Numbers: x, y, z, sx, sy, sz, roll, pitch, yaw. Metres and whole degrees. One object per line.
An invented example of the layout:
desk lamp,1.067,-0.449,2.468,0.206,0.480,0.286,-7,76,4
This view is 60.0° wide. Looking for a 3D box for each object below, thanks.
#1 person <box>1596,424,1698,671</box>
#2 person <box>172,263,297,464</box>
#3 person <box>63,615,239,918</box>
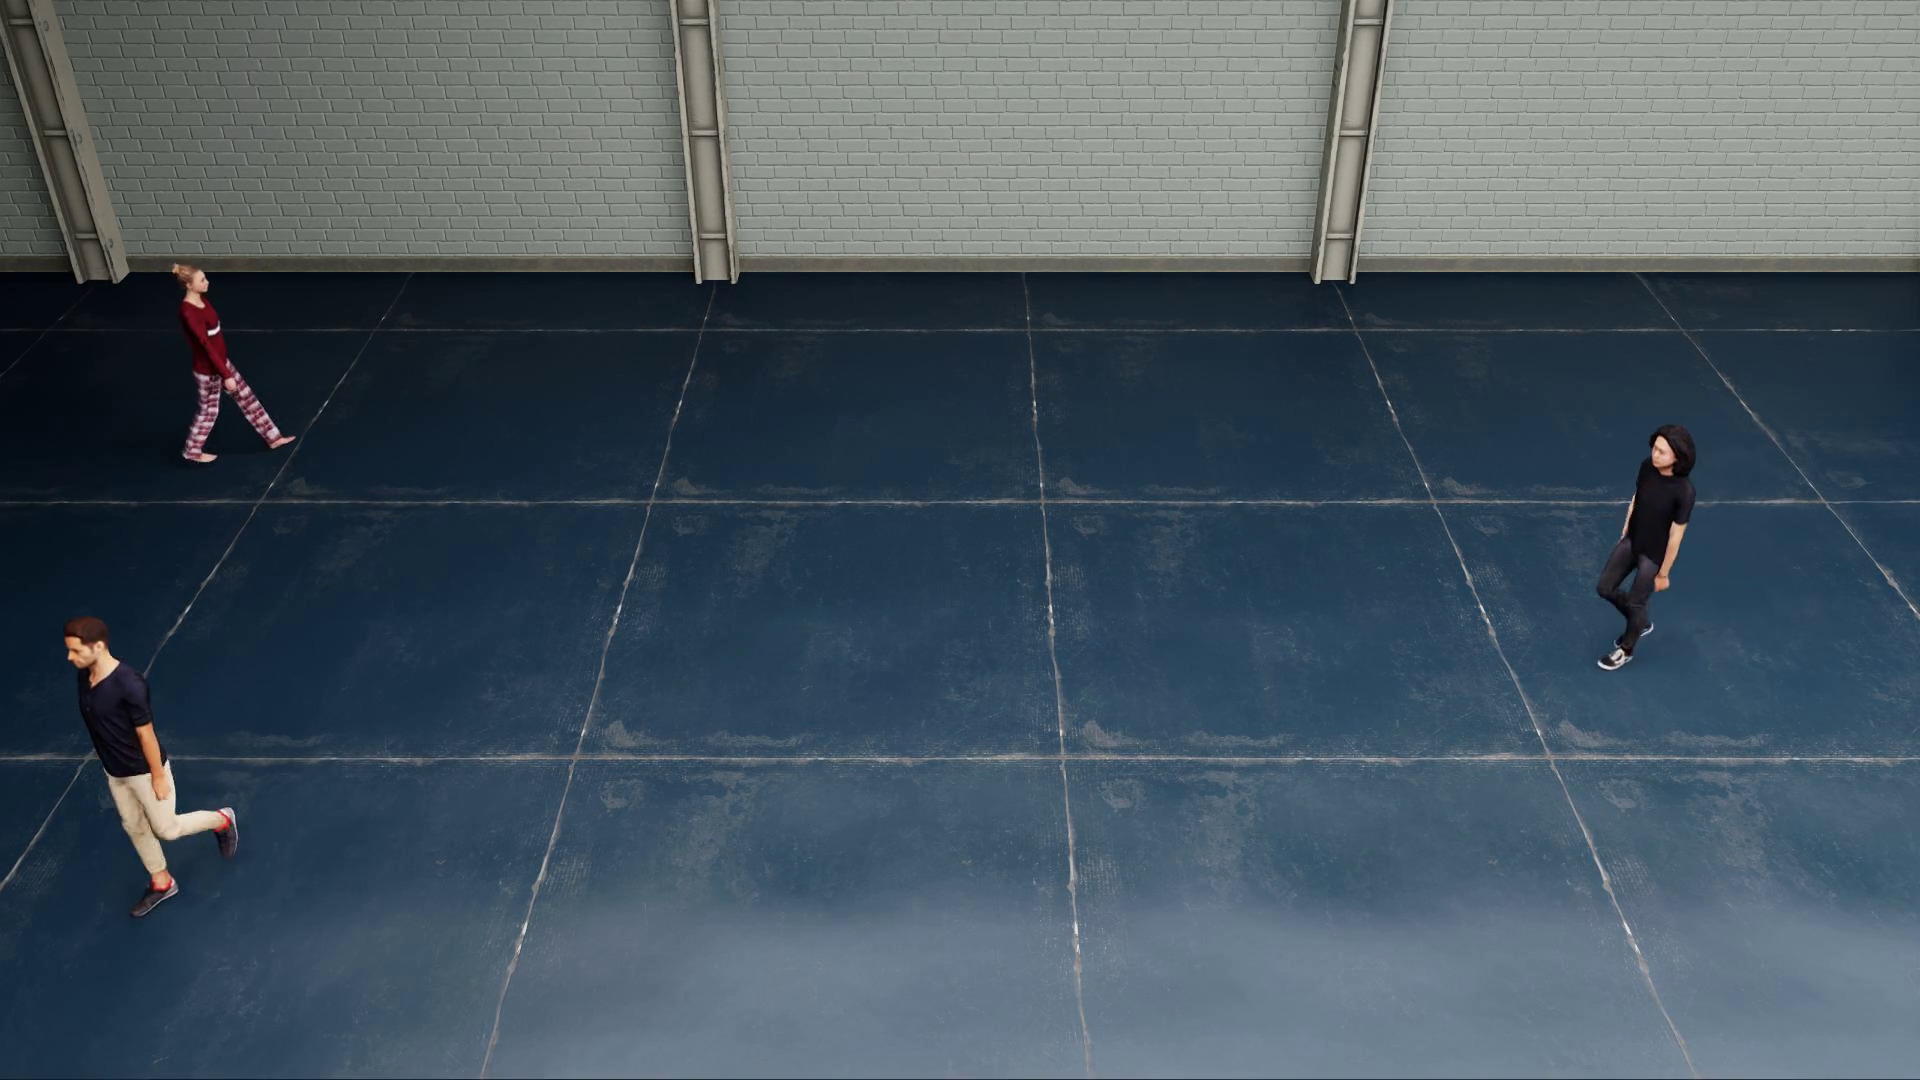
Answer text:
person,4.455,0.028,10.575,0.789,1.822,0.758,-9,34,-14
person,-5.838,-1.312,12.793,1.137,1.648,0.792,-6,34,-10
person,-4.309,1.151,8.829,0.979,1.841,0.942,14,36,21
